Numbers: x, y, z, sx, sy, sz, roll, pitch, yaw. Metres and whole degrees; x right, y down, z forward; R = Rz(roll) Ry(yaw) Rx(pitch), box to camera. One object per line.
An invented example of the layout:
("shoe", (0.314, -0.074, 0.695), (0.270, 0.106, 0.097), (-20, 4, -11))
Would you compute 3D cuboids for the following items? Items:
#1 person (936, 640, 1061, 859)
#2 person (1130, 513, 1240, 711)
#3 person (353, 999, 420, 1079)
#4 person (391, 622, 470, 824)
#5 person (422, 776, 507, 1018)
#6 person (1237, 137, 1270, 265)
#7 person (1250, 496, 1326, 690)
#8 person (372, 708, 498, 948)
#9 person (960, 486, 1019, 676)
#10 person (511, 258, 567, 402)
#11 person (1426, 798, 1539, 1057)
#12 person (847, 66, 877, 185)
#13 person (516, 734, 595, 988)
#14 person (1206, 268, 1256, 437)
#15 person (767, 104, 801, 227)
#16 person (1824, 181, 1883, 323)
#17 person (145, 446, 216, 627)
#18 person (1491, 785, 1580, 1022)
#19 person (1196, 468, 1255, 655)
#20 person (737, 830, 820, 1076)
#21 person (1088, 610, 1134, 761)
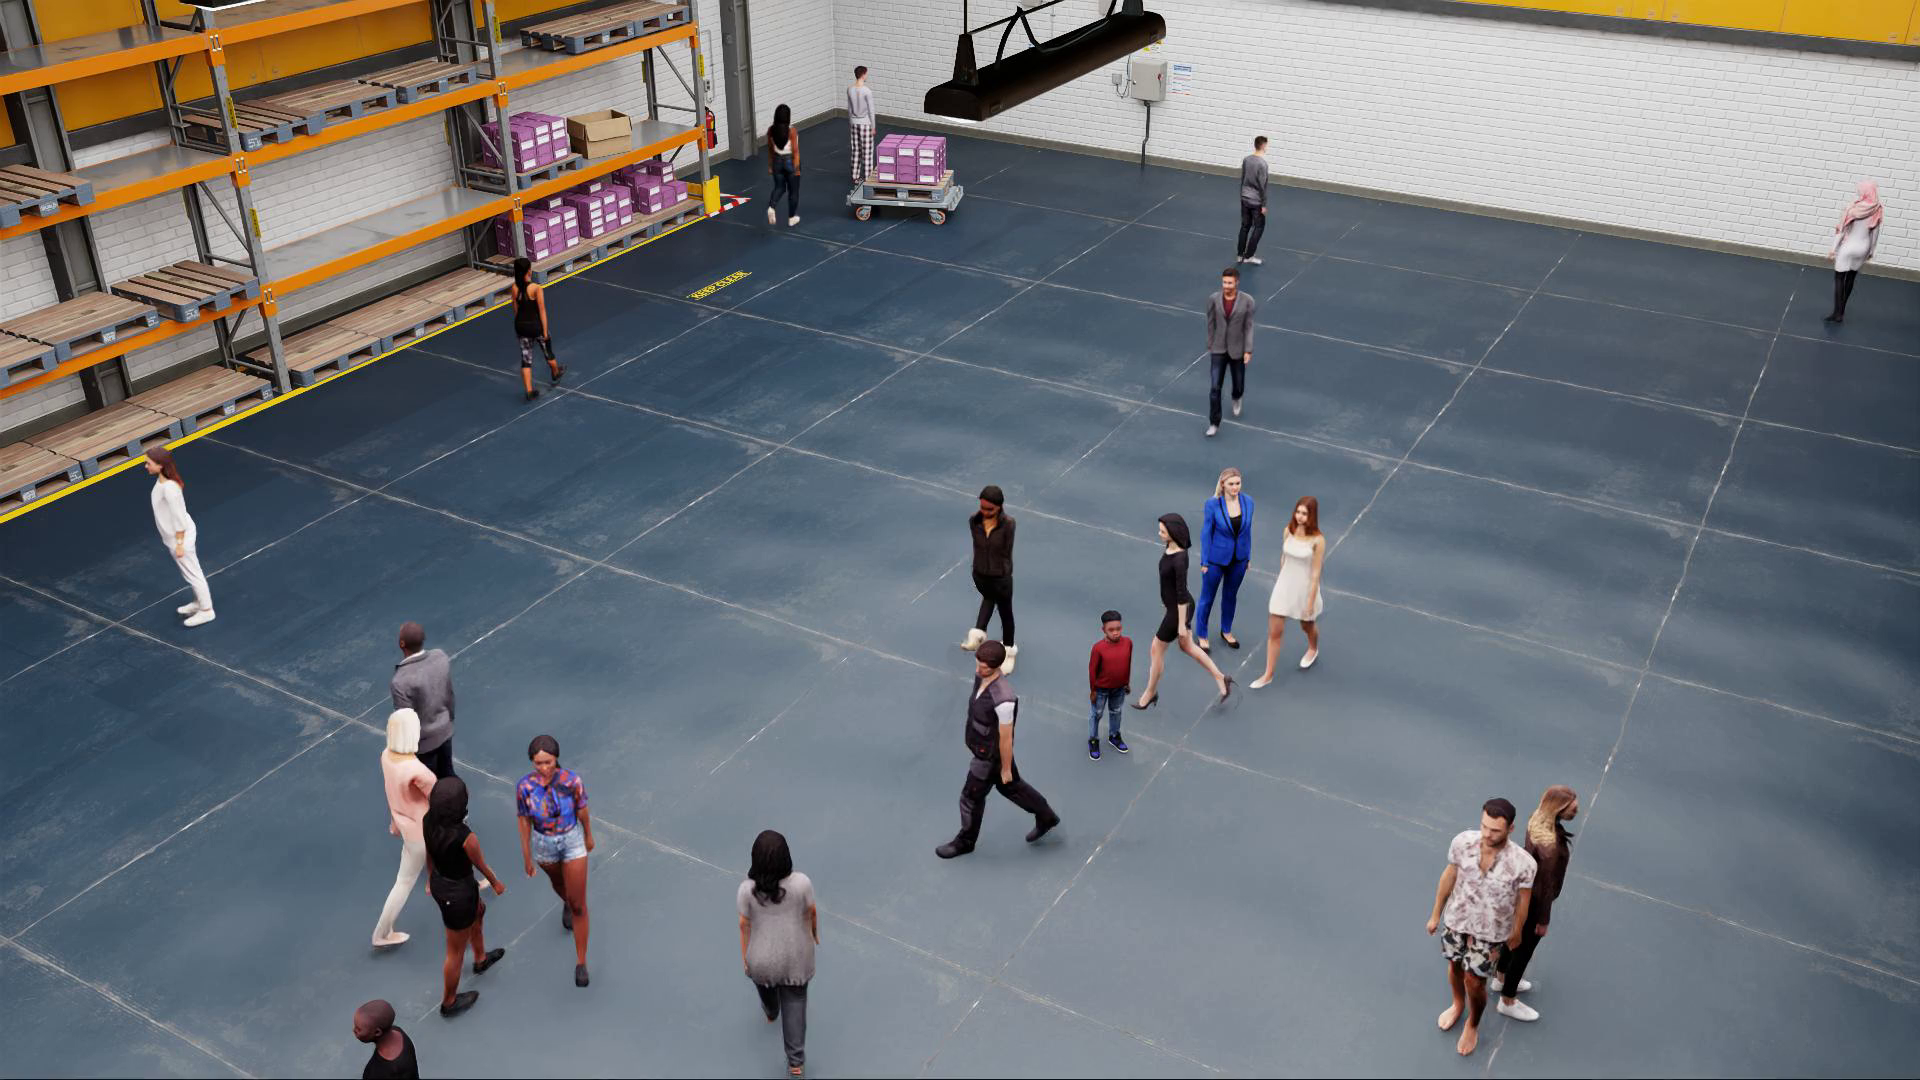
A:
("person", (0.318, 1.450, 11.642), (1.210, 1.808, 1.168), (-6, 29, -10))
("person", (1.816, 0.613, 13.218), (0.987, 1.768, 1.133), (2, 29, 4))
("person", (-2.906, 3.074, 8.725), (0.708, 1.749, 0.681), (-13, 31, -22))
("person", (-3.744, 1.414, 11.705), (0.798, 1.811, 0.518), (9, 30, 16))
("person", (-3.180, 2.253, 10.269), (0.700, 1.713, 0.876), (21, 35, 33))
("person", (4.019, -4.678, 22.928), (0.674, 1.757, 0.704), (-23, 36, -36))
("person", (2.834, 0.396, 13.714), (0.714, 1.673, 1.111), (22, 36, 35))
("person", (-3.635, 1.929, 10.902), (1.247, 1.674, 0.839), (-25, 38, -38))
("person", (0.240, 0.340, 13.828), (0.761, 1.663, 0.676), (15, 32, 26))
("person", (-4.899, -2.368, 18.824), (0.778, 1.632, 1.084), (8, 30, 14))
("person", (3.201, 2.268, 10.151), (0.744, 1.799, 0.735), (25, 37, 38))
("person", (-1.556, -6.538, 26.246), (0.613, 1.846, 0.517), (16, 32, 26))
("person", (-2.614, 1.966, 10.824), (1.102, 1.685, 1.211), (-5, 29, -10))
("person", (2.939, -2.078, 18.066), (0.860, 1.849, 1.142), (9, 30, 16))
("person", (-2.585, -5.423, 24.254), (0.686, 1.796, 0.930), (12, 31, 21))
("person", (11.266, -3.631, 20.975), (0.892, 1.790, 1.012), (6, 29, 11))
("person", (-6.817, -0.054, 14.523), (0.688, 1.689, 0.682), (-16, 32, -27))
("person", (3.560, 2.219, 10.342), (0.729, 1.703, 0.563), (5, 29, 8))
("person", (2.245, 0.157, 14.124), (0.689, 1.700, 0.754), (-8, 30, -15))
("person", (-1.087, 2.488, 9.982), (1.027, 1.575, 1.135), (-4, 29, -8))
("person", (1.157, 1.096, 12.867), (0.573, 1.256, 0.645), (-10, 30, -18))
